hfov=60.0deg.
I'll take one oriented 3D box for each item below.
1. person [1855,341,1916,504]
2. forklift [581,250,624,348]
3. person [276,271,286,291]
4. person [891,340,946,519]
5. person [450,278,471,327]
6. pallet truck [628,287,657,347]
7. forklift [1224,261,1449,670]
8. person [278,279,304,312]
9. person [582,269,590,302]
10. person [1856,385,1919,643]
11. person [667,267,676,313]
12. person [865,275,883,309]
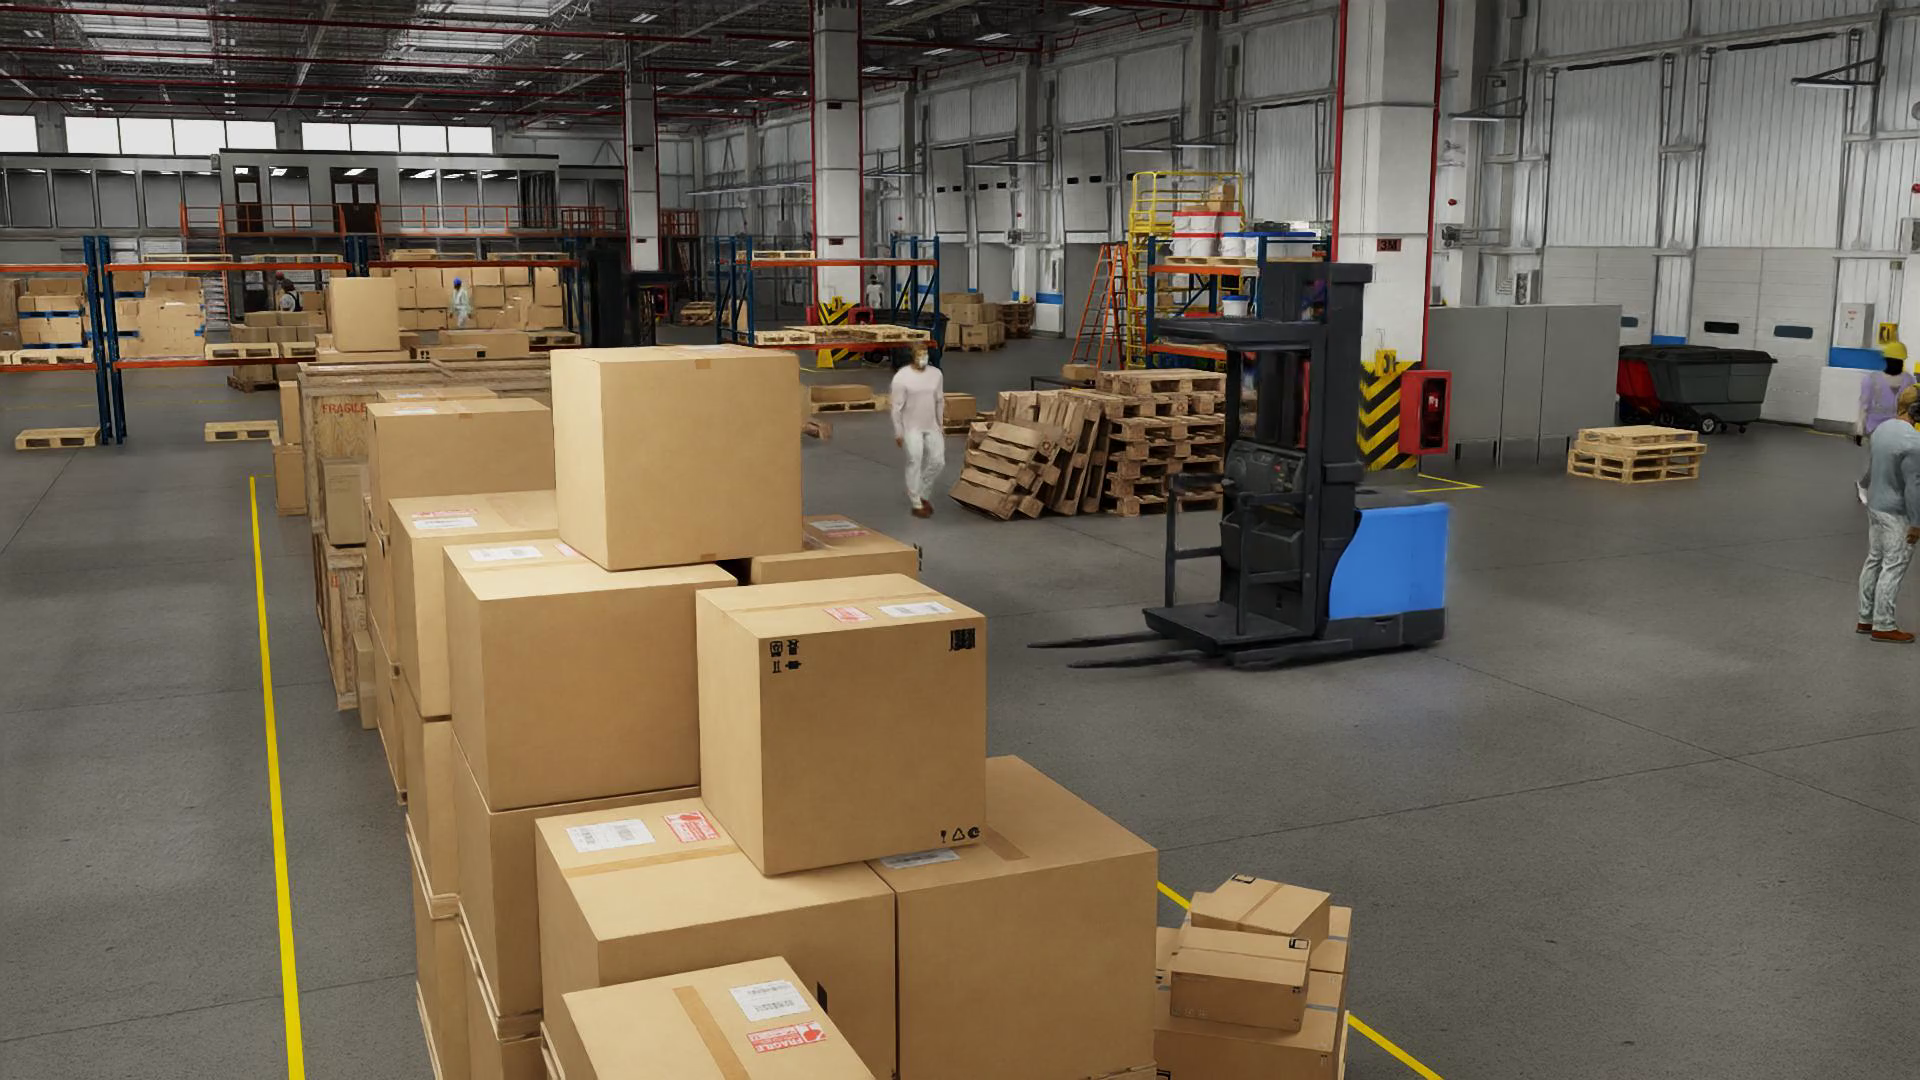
[{"bbox_3d":[10.202,-1.265,18.407,0.594,1.899,0.874,0,10,-1],"label":"person"},{"bbox_3d":[-5.007,-2.692,23.522,1.873,2.768,1.129,-4,11,-22],"label":"forklift"},{"bbox_3d":[-22.935,-8.099,56.051,0.959,1.901,0.546,-9,13,-40],"label":"person"},{"bbox_3d":[-0.420,-1.178,17.811,0.662,1.925,0.433,-7,12,-32],"label":"person"},{"bbox_3d":[-13.992,-6.390,46.631,0.641,1.898,1.011,7,13,35],"label":"person"},{"bbox_3d":[-6.464,-4.406,35.401,0.823,1.965,1.885,6,12,32],"label":"pallet truck"},{"bbox_3d":[2.528,-0.614,12.067,1.873,2.768,1.129,-4,11,-23],"label":"forklift"},{"bbox_3d":[-16.199,-5.293,40.174,0.535,2.000,0.674,3,11,14],"label":"person"},{"bbox_3d":[-13.271,-8.691,59.284,0.627,1.912,0.426,7,13,35],"label":"person"},{"bbox_3d":[6.969,-0.190,12.375,0.384,1.928,0.636,0,10,1],"label":"person"},{"bbox_3d":[-11.726,-10.095,67.178,0.506,1.846,0.345,2,10,10],"label":"person"},{"bbox_3d":[-2.742,-7.511,53.004,0.554,1.819,0.971,1,10,3],"label":"person"}]
